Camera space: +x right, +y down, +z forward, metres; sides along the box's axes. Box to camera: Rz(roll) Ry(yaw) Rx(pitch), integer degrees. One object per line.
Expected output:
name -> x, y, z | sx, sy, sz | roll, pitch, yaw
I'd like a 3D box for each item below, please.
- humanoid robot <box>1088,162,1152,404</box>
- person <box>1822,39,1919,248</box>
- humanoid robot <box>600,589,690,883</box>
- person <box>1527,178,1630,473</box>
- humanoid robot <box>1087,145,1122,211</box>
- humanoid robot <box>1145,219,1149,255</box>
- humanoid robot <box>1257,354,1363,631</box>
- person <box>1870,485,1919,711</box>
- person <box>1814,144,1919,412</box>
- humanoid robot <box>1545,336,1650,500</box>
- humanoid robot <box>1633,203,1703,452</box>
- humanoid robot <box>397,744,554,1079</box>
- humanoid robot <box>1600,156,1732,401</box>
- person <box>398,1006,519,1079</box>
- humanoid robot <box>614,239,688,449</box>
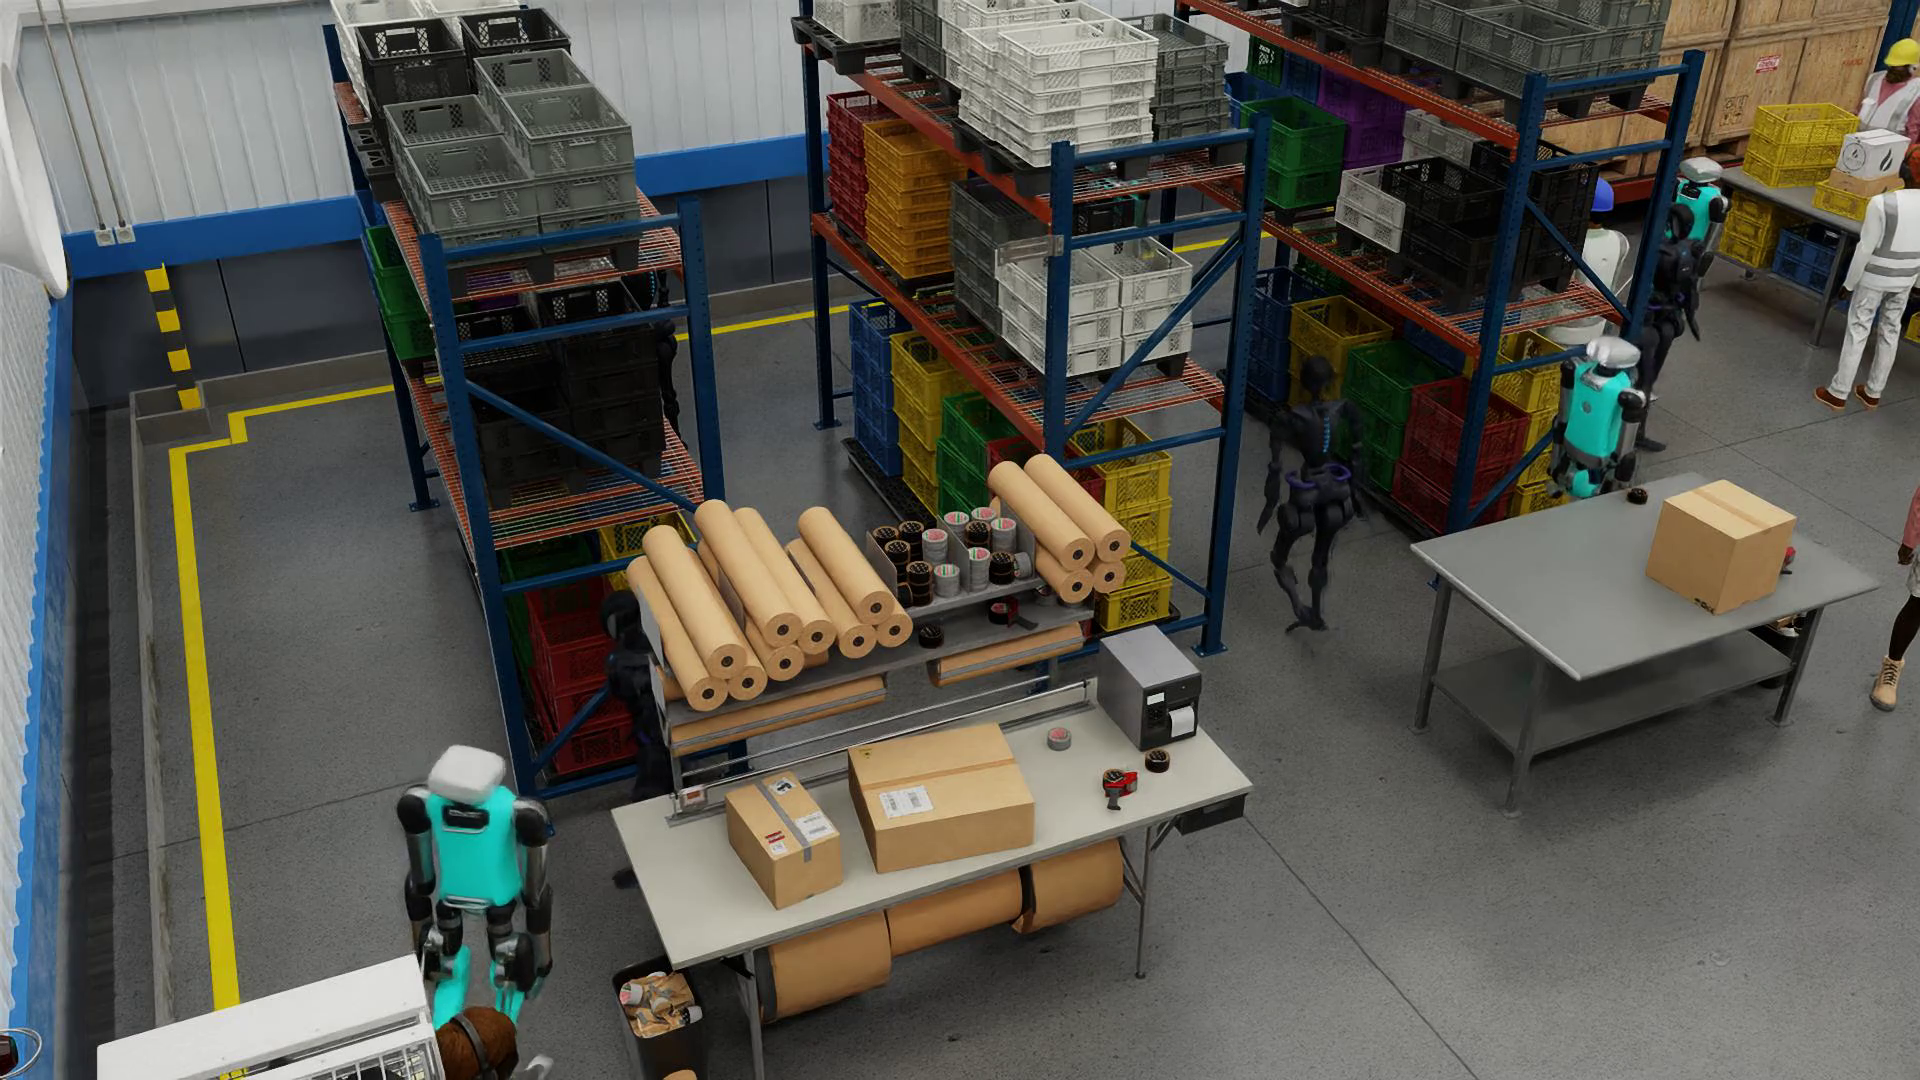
humanoid robot -> 0.982, -1.889, 11.647 | 0.551, 1.799, 0.796 | -16, 35, -24
person -> 7.566, -3.219, 13.722 | 0.404, 1.820, 0.588 | -14, 34, -21
humanoid robot -> -1.283, 0.889, 7.237 | 0.632, 1.650, 0.600 | -10, 33, -16
person -> 3.871, -1.349, 10.560 | 0.609, 1.947, 0.386 | -18, 36, -26
humanoid robot -> 1.082, -2.150, 12.086 | 0.533, 1.817, 0.677 | 17, 35, 25
humanoid robot -> 1.120, -2.332, 12.416 | 0.594, 1.639, 0.404 | -3, 32, -4
humanoid robot -> 1.933, -0.212, 8.968 | 0.609, 1.637, 0.416 | -10, 33, -16
person -> 5.023, 0.019, 8.262 | 0.607, 2.035, 0.407 | 13, 34, 20
person -> 6.276, -1.759, 11.285 | 0.584, 1.883, 0.344 | -2, 32, -3
humanoid robot -> 3.522, -0.328, 9.095 | 0.970, 1.745, 0.543 | -16, 35, -24
humanoid robot -> 4.660, -1.419, 10.961 | 0.605, 1.645, 0.589 | -15, 35, -23
humanoid robot -> -1.742, 1.622, 5.969 | 0.574, 1.796, 0.863 | 2, 32, 4
humanoid robot -> 4.671, -1.727, 11.279 | 0.731, 1.693, 0.532 | -10, 33, -16
person -> -1.387, 2.116, 5.048 | 0.432, 1.836, 0.622 | -26, 40, -35
humanoid robot -> -2.036, -1.278, 10.690 | 0.315, 1.655, 0.599 | 19, 36, 28
